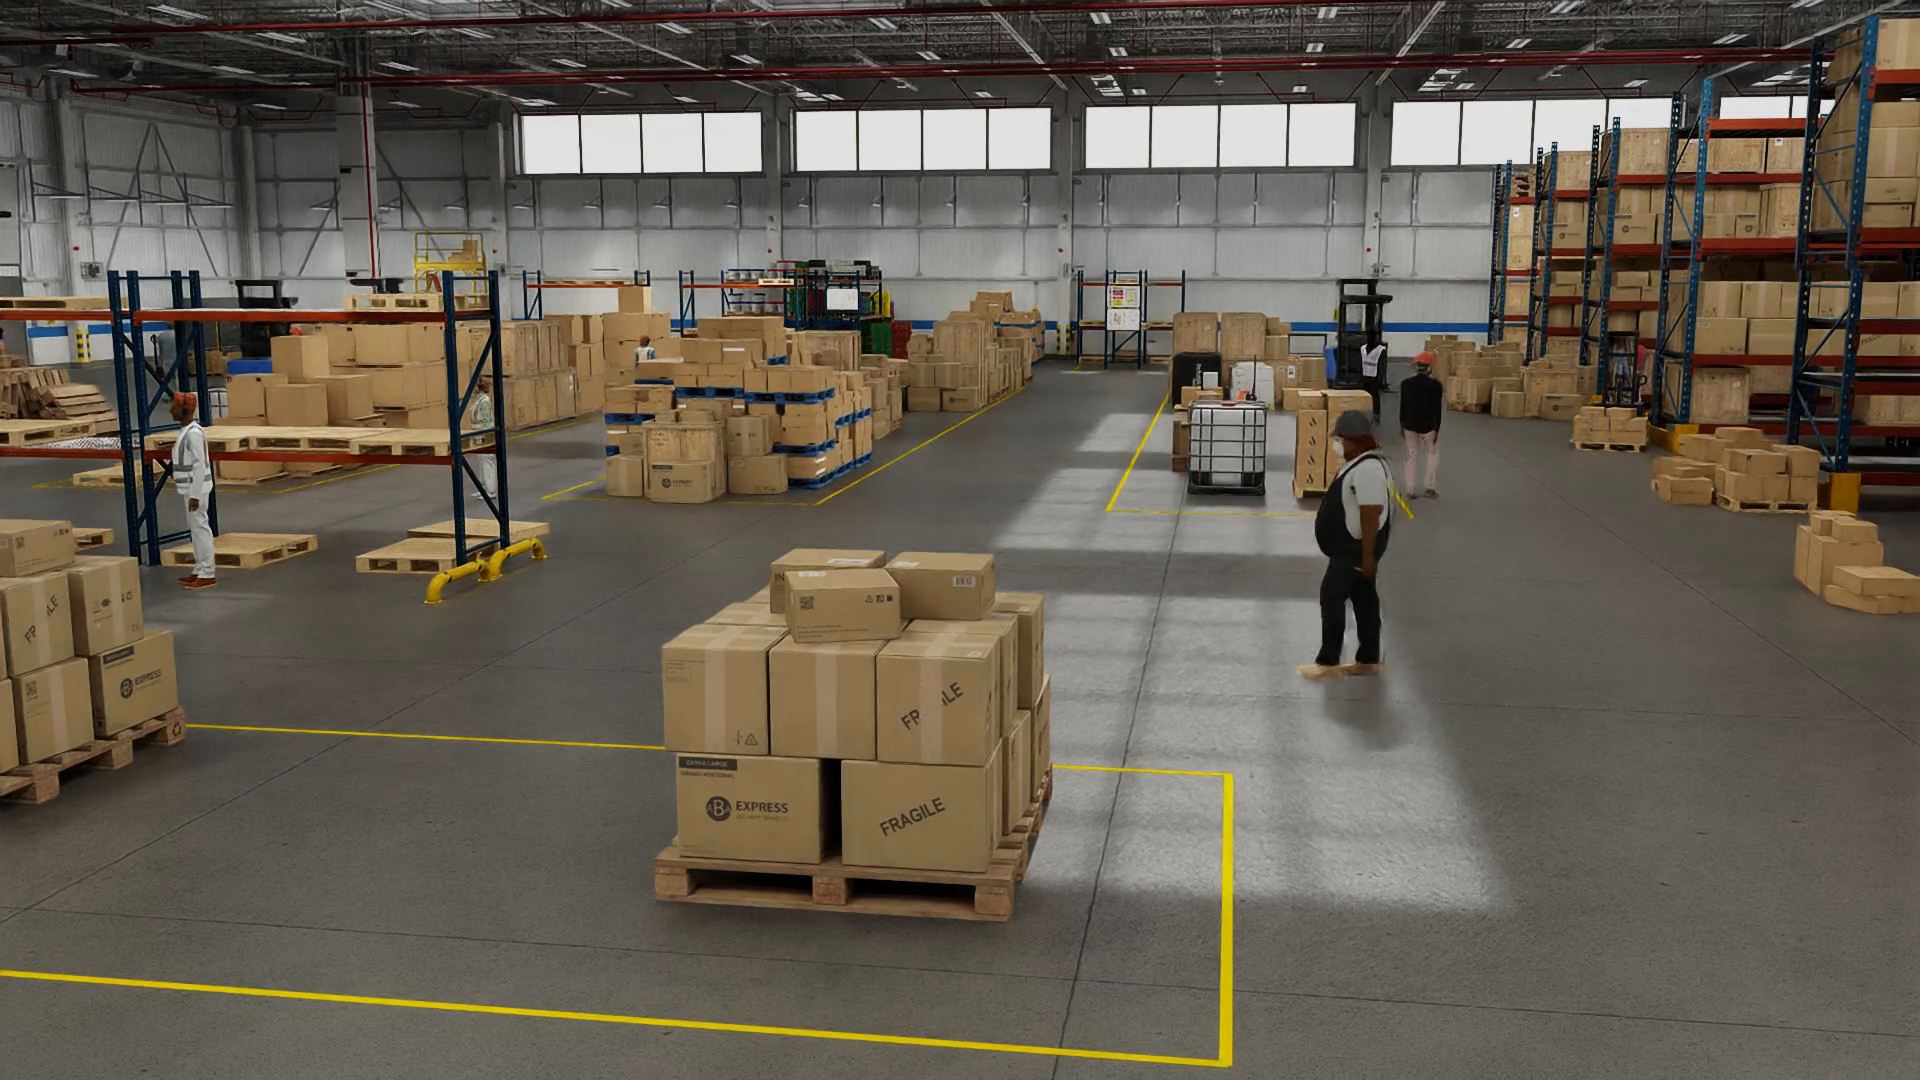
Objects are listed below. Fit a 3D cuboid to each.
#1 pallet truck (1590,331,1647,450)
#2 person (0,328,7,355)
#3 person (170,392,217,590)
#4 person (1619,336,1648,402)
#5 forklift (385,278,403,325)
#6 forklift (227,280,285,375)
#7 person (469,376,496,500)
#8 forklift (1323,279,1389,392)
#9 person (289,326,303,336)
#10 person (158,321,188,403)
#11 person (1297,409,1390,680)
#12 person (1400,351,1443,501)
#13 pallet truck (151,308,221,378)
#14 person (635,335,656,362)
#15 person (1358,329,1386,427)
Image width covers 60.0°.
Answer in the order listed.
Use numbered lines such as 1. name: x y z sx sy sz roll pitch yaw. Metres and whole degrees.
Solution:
1. pallet truck: 11.253 -2.573 28.499 0.823 1.965 1.885 5 10 27
2. person: -22.580 -4.138 39.090 0.320 1.692 0.531 -1 9 -9
3. person: -7.321 -0.467 15.862 0.355 1.883 0.573 -5 11 -30
4. person: 13.053 -3.123 32.370 0.620 1.845 0.429 -5 11 -30
5. forklift: -14.915 -5.515 43.929 1.873 2.768 1.129 -3 10 -17
6. forklift: -15.509 -4.389 36.986 1.129 2.768 1.873 -1 9 -5
7. person: -6.345 -1.359 22.108 0.309 1.641 0.514 -5 10 -28
8. forklift: 9.859 -5.122 41.505 1.129 2.768 1.873 -1 9 -8
9. person: -13.389 -3.376 33.707 0.542 1.922 0.402 0 9 -2
10. person: -17.989 -4.070 37.976 0.695 1.918 0.488 0 9 1
11. person: 2.805 0.026 12.338 0.772 2.000 0.713 1 9 8
12. person: 6.107 -1.501 21.959 0.625 1.974 0.651 7 12 37
13. pallet truck: -21.869 -5.598 47.154 0.823 1.965 1.885 4 10 26
14. person: -6.785 -3.604 35.957 0.513 1.641 0.307 3 10 19
15. person: 8.020 -3.154 32.364 0.387 1.910 0.591 -6 11 -33
